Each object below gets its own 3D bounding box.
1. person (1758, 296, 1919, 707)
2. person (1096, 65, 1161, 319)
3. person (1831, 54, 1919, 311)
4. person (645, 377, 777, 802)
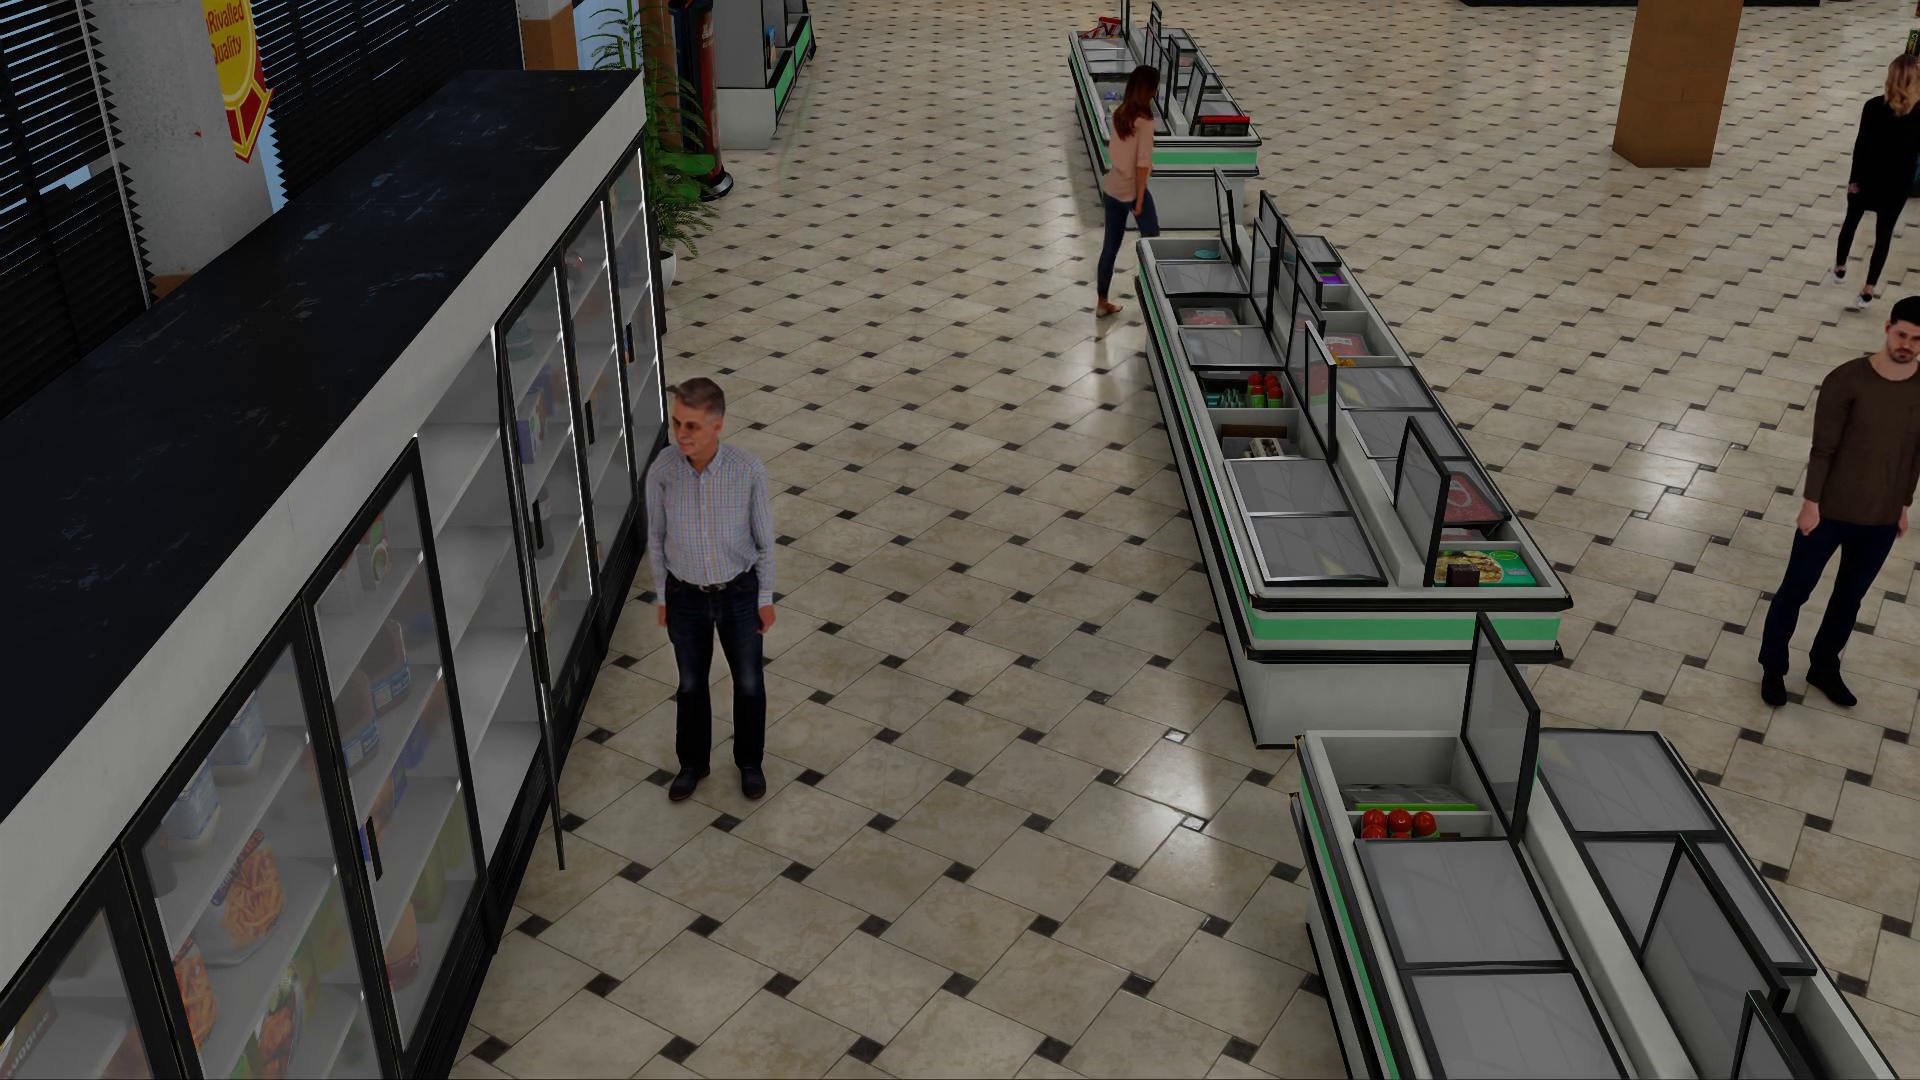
[{"bbox_3d":[3.827,-0.160,7.126,0.644,1.886,0.561,1,27,2],"label":"person"},{"bbox_3d":[1.109,-2.413,11.710,0.978,1.758,0.948,-21,34,-35],"label":"person"},{"bbox_3d":[6.612,-2.515,11.922,0.901,1.748,1.248,10,28,18],"label":"person"},{"bbox_3d":[-0.962,0.195,6.503,0.640,1.817,0.550,1,27,2],"label":"person"}]
